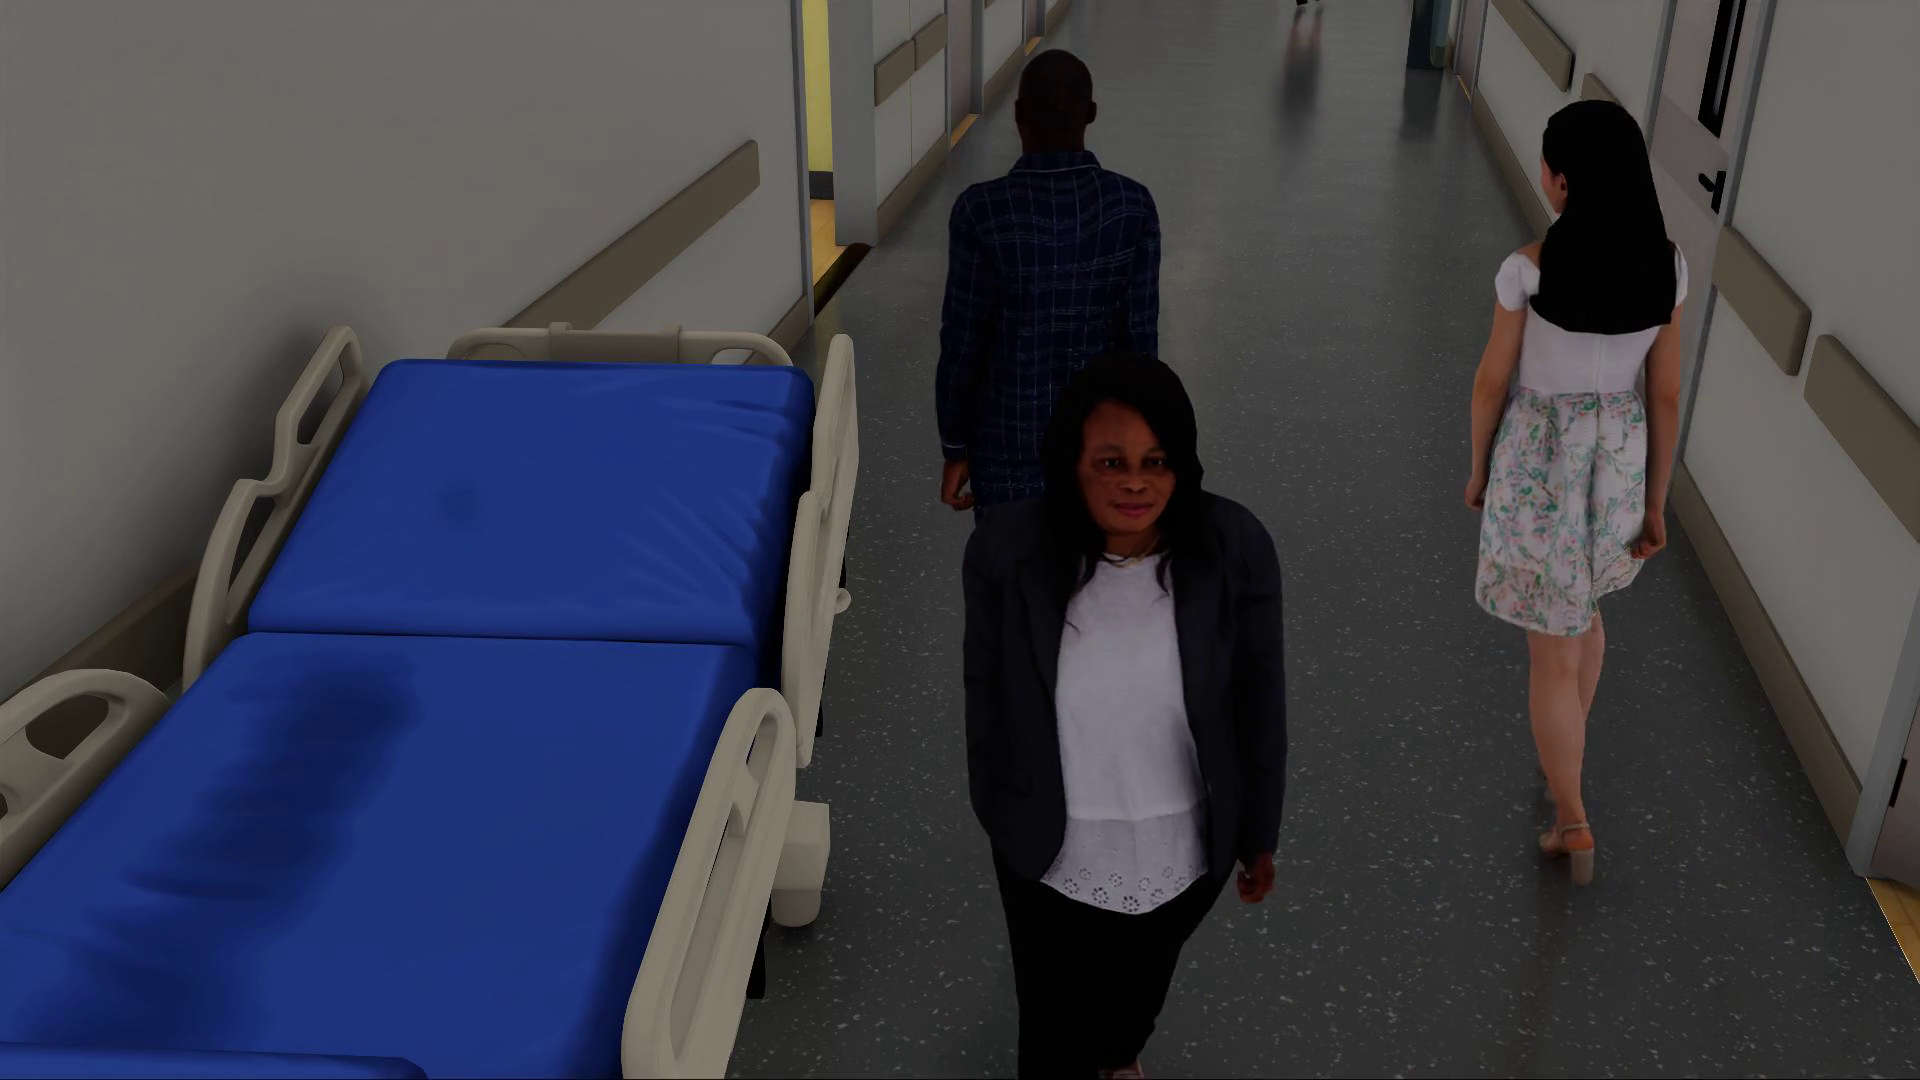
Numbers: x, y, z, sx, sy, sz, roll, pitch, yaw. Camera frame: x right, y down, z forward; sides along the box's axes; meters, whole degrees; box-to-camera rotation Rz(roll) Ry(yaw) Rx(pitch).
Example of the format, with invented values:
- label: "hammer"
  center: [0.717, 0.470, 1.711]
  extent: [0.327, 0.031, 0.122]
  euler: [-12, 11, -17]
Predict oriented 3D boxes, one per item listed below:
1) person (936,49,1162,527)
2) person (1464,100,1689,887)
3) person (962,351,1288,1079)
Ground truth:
- label: "person"
  center: [0.204, -0.193, 3.896]
  extent: [1.116, 1.795, 0.956]
  euler: [-4, 26, -8]
- label: "person"
  center: [1.318, -0.016, 3.587]
  extent: [0.790, 1.744, 0.804]
  euler: [0, 26, 0]
- label: "person"
  center: [0.266, 0.432, 2.863]
  extent: [0.967, 1.565, 0.869]
  euler: [-2, 26, -4]
